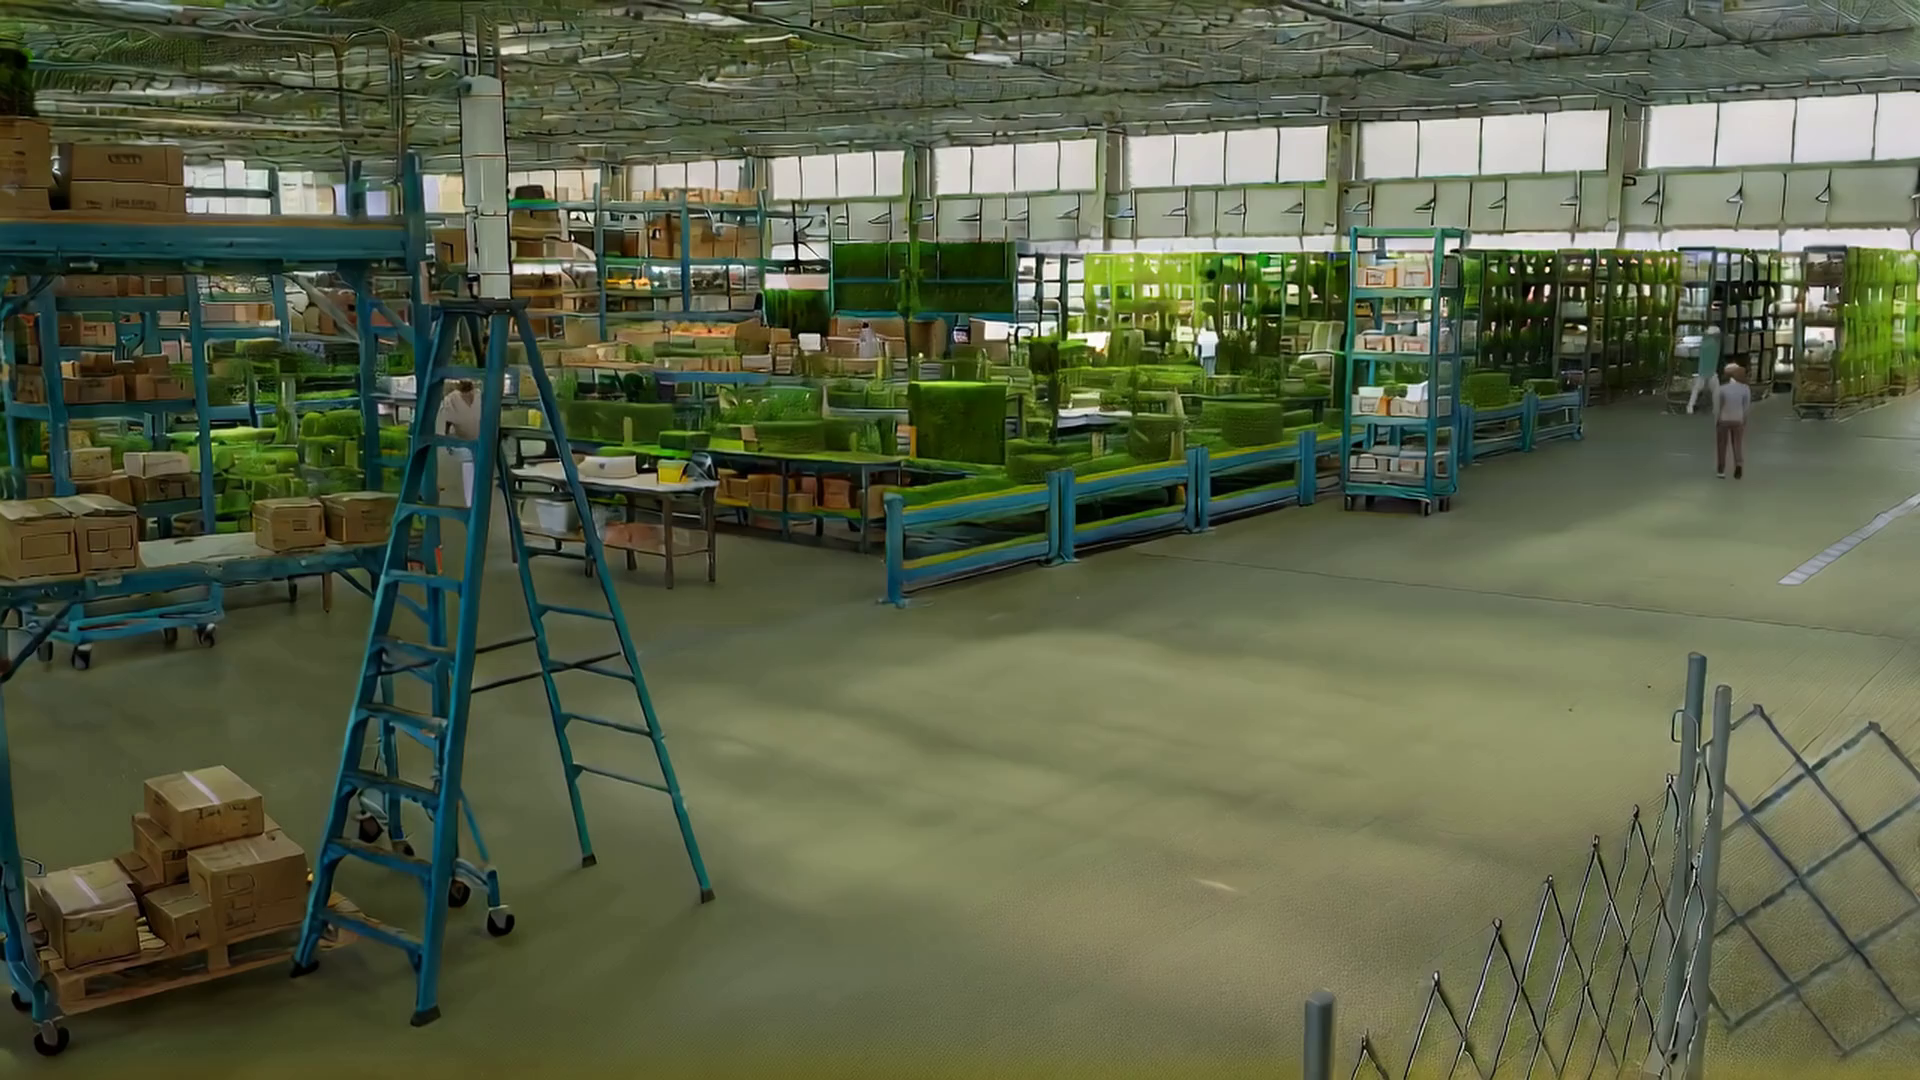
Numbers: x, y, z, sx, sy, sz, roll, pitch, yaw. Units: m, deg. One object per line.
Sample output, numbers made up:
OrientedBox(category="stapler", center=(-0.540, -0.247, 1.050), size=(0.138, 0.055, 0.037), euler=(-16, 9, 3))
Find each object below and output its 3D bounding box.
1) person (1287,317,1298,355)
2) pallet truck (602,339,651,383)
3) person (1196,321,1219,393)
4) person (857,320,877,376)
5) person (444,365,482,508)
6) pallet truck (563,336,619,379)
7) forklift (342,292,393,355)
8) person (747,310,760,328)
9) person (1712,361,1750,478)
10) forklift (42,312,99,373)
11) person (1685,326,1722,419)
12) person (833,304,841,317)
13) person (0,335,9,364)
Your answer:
OrientedBox(category="person", center=(9.027, -5.247, 45.455), size=(0.605, 2.027, 0.549), euler=(8, 12, 39))
OrientedBox(category="pallet truck", center=(-8.991, -4.871, 45.351), size=(0.653, 1.274, 1.630), euler=(7, 11, 37))
OrientedBox(category="person", center=(6.232, -4.588, 41.881), size=(0.571, 1.845, 0.382), euler=(-2, 9, -10))
OrientedBox(category="person", center=(-2.475, -5.024, 44.746), size=(0.627, 1.808, 0.619), euler=(-7, 11, -37))
OrientedBox(category="person", center=(-6.237, -1.277, 21.087), size=(0.544, 1.898, 0.958), euler=(-5, 11, -30))
OrientedBox(category="pallet truck", center=(-10.690, -5.294, 48.215), size=(1.601, 1.201, 0.680), euler=(-5, 10, -26))
OrientedBox(category="forklift", center=(-16.485, -5.622, 45.120), size=(1.129, 2.768, 1.873), euler=(7, 11, 37))
OrientedBox(category="person", center=(-6.745, -6.610, 54.510), size=(1.013, 1.851, 0.664), euler=(-7, 12, -39))
OrientedBox(category="person", center=(11.365, -1.764, 24.527), size=(0.538, 1.753, 0.559), euler=(2, 9, 10))
OrientedBox(category="forklift", center=(-23.779, -5.451, 44.052), size=(1.873, 2.768, 1.129), euler=(7, 11, 36))
OrientedBox(category="person", center=(15.600, -3.462, 34.543), size=(0.633, 1.936, 1.041), euler=(-5, 11, -30))
OrientedBox(category="person", center=(-5.138, -8.938, 69.313), size=(0.433, 1.750, 0.544), euler=(7, 11, 35))
OrientedBox(category="person", center=(-22.648, -4.211, 39.063), size=(0.979, 2.010, 0.612), euler=(8, 12, 41))
